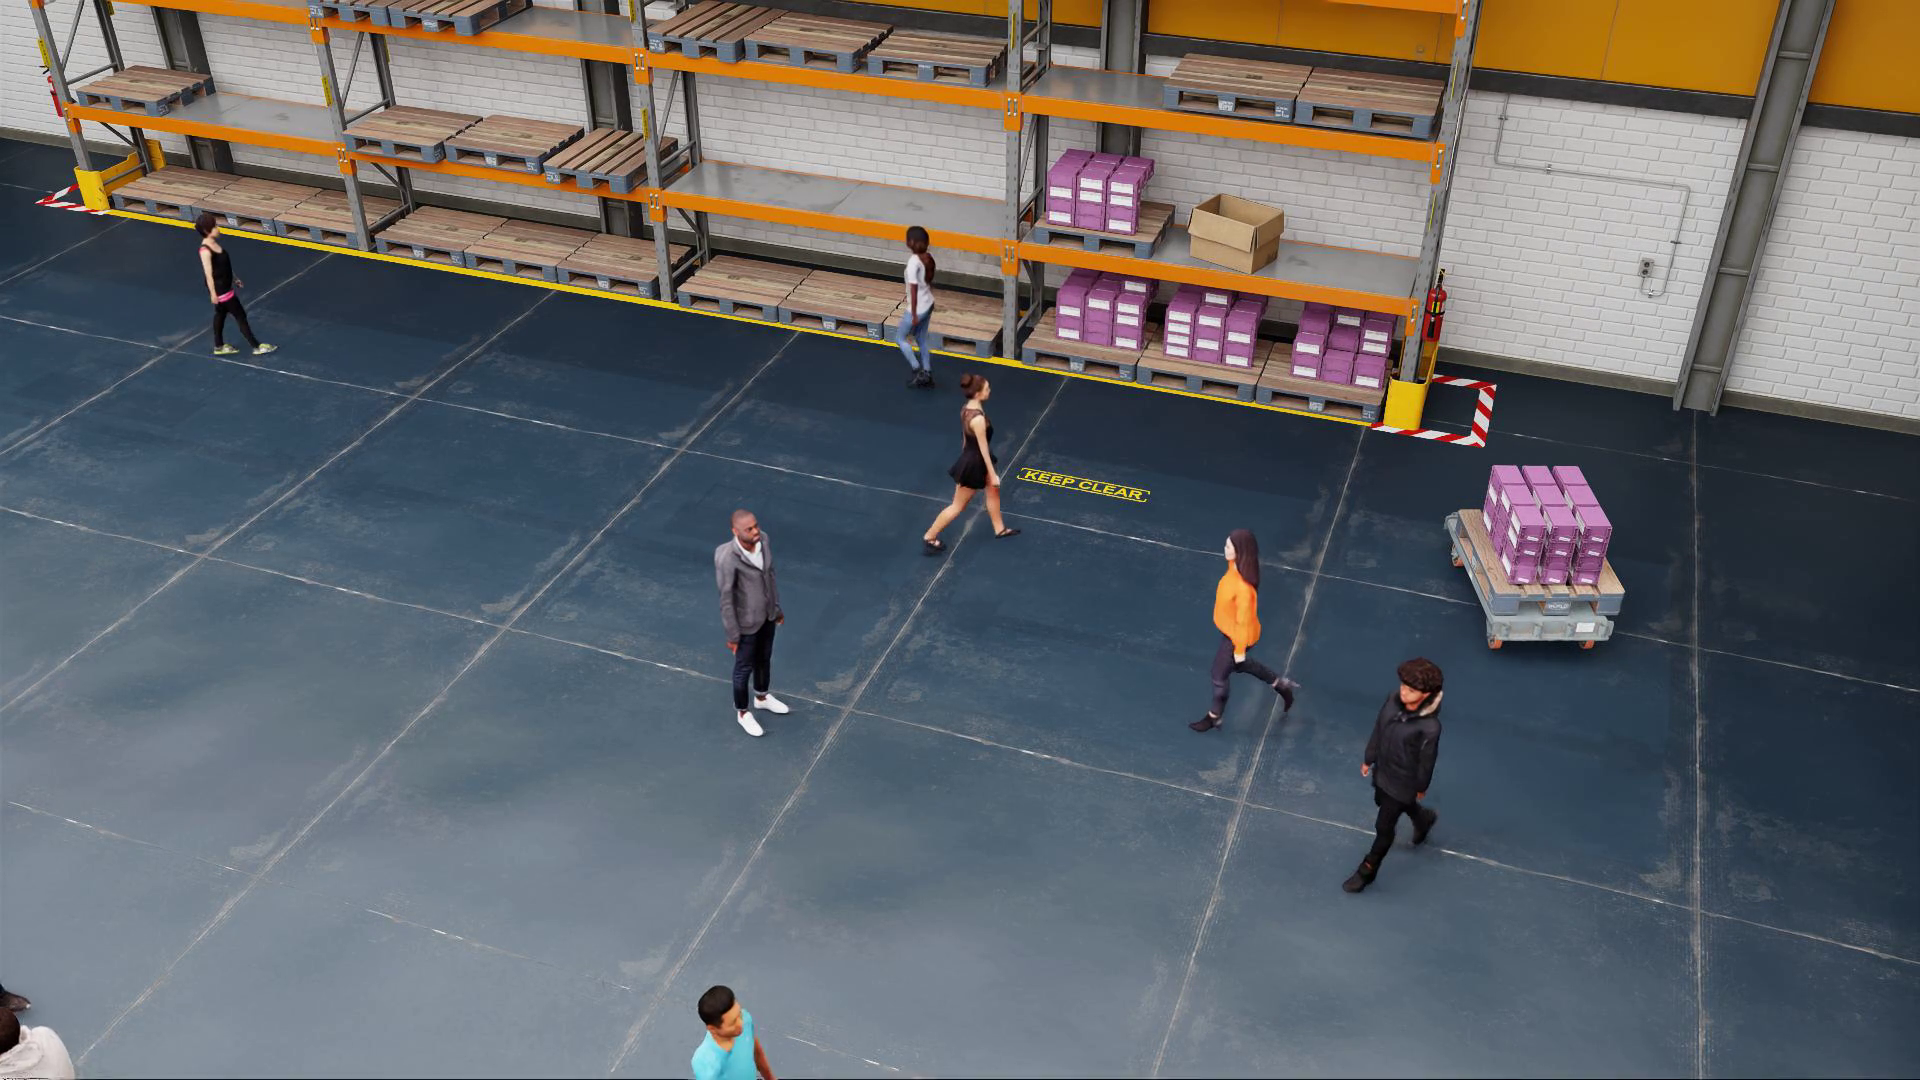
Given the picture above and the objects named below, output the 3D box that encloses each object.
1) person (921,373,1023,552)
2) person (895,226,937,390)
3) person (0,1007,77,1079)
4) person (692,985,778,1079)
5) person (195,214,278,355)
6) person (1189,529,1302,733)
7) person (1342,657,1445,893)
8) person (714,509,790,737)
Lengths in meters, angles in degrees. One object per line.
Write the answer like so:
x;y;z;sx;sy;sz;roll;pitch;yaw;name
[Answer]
0.042;-0.596;13.857;1.182;1.634;0.930;-5;34;-7;person
-0.331;-2.245;16.274;0.622;1.707;0.607;14;36;20;person
-4.406;3.002;8.266;0.837;1.832;0.749;7;34;10;person
-1.258;2.895;8.519;1.186;1.731;0.734;7;34;11;person
-7.599;-2.568;16.918;0.955;1.530;0.835;-9;35;-14;person
2.080;0.672;11.872;1.122;1.720;0.849;-1;34;-1;person
2.861;1.450;10.669;1.126;1.757;1.074;-16;37;-22;person
-1.512;0.554;11.962;0.688;1.817;0.775;21;39;29;person
